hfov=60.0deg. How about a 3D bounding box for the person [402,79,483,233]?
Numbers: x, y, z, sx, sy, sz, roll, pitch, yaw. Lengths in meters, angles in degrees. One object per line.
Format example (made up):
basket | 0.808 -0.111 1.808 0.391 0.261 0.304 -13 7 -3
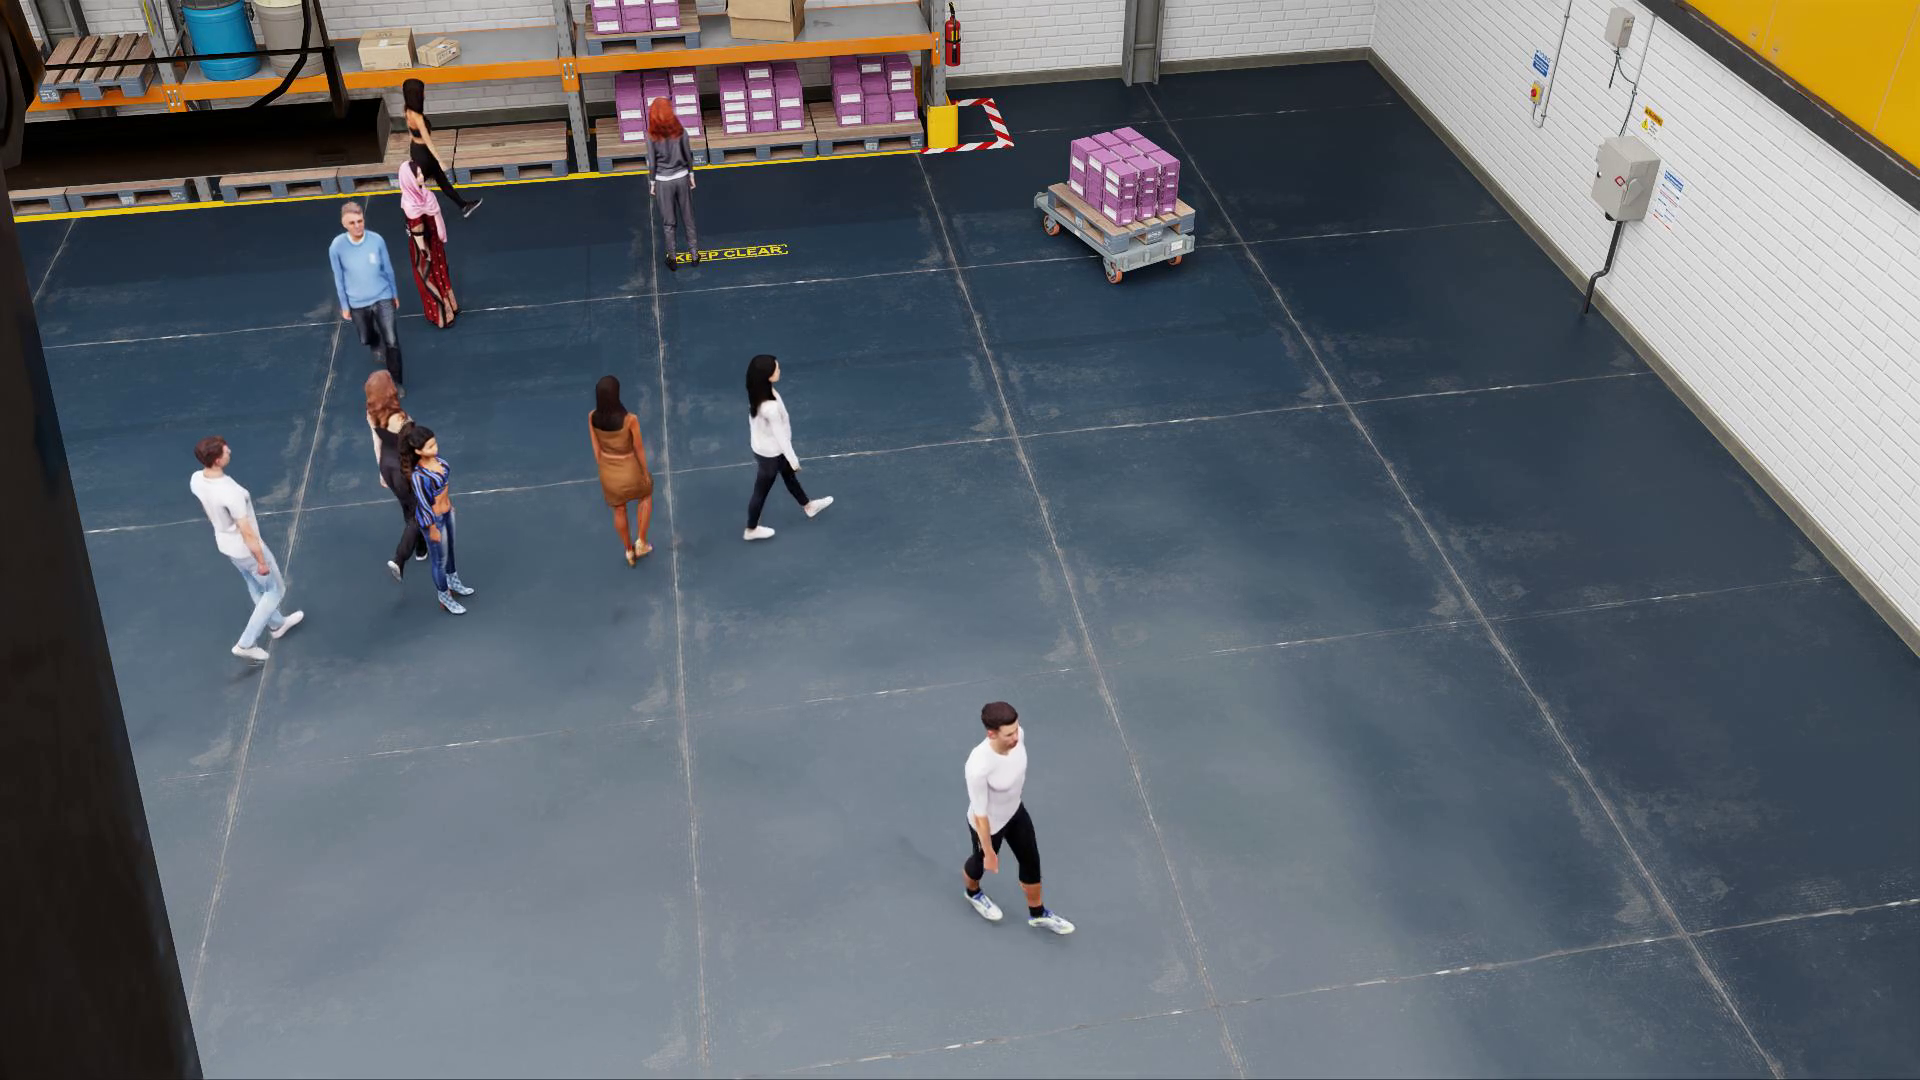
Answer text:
person | -5.523 -3.856 16.855 1.130 1.604 0.809 -18 42 -21

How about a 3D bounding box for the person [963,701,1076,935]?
person | 0.148 1.594 9.850 1.124 1.829 1.079 26 45 29

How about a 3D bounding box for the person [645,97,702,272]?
person | -2.810 -3.476 16.238 0.466 1.781 0.674 -11 40 -14

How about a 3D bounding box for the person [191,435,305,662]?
person | -5.102 0.087 11.726 0.993 1.843 1.033 21 43 24

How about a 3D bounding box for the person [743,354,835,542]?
person | -1.553 -0.676 12.822 1.056 1.668 0.758 -13 40 -16

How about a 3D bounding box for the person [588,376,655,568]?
person | -2.568 -0.460 12.540 0.624 1.682 0.721 5 39 7

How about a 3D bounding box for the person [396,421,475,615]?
person | -3.850 -0.170 12.231 0.634 1.615 0.657 3 39 4

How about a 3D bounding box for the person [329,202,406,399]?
person | -5.189 -2.149 14.562 1.048 1.798 0.854 -15 41 -18

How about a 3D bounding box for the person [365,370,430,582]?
person | -4.233 -0.454 12.493 0.978 1.732 0.917 10 40 12

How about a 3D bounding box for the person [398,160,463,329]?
person | -4.963 -2.765 15.462 0.668 1.638 0.710 1 39 2
